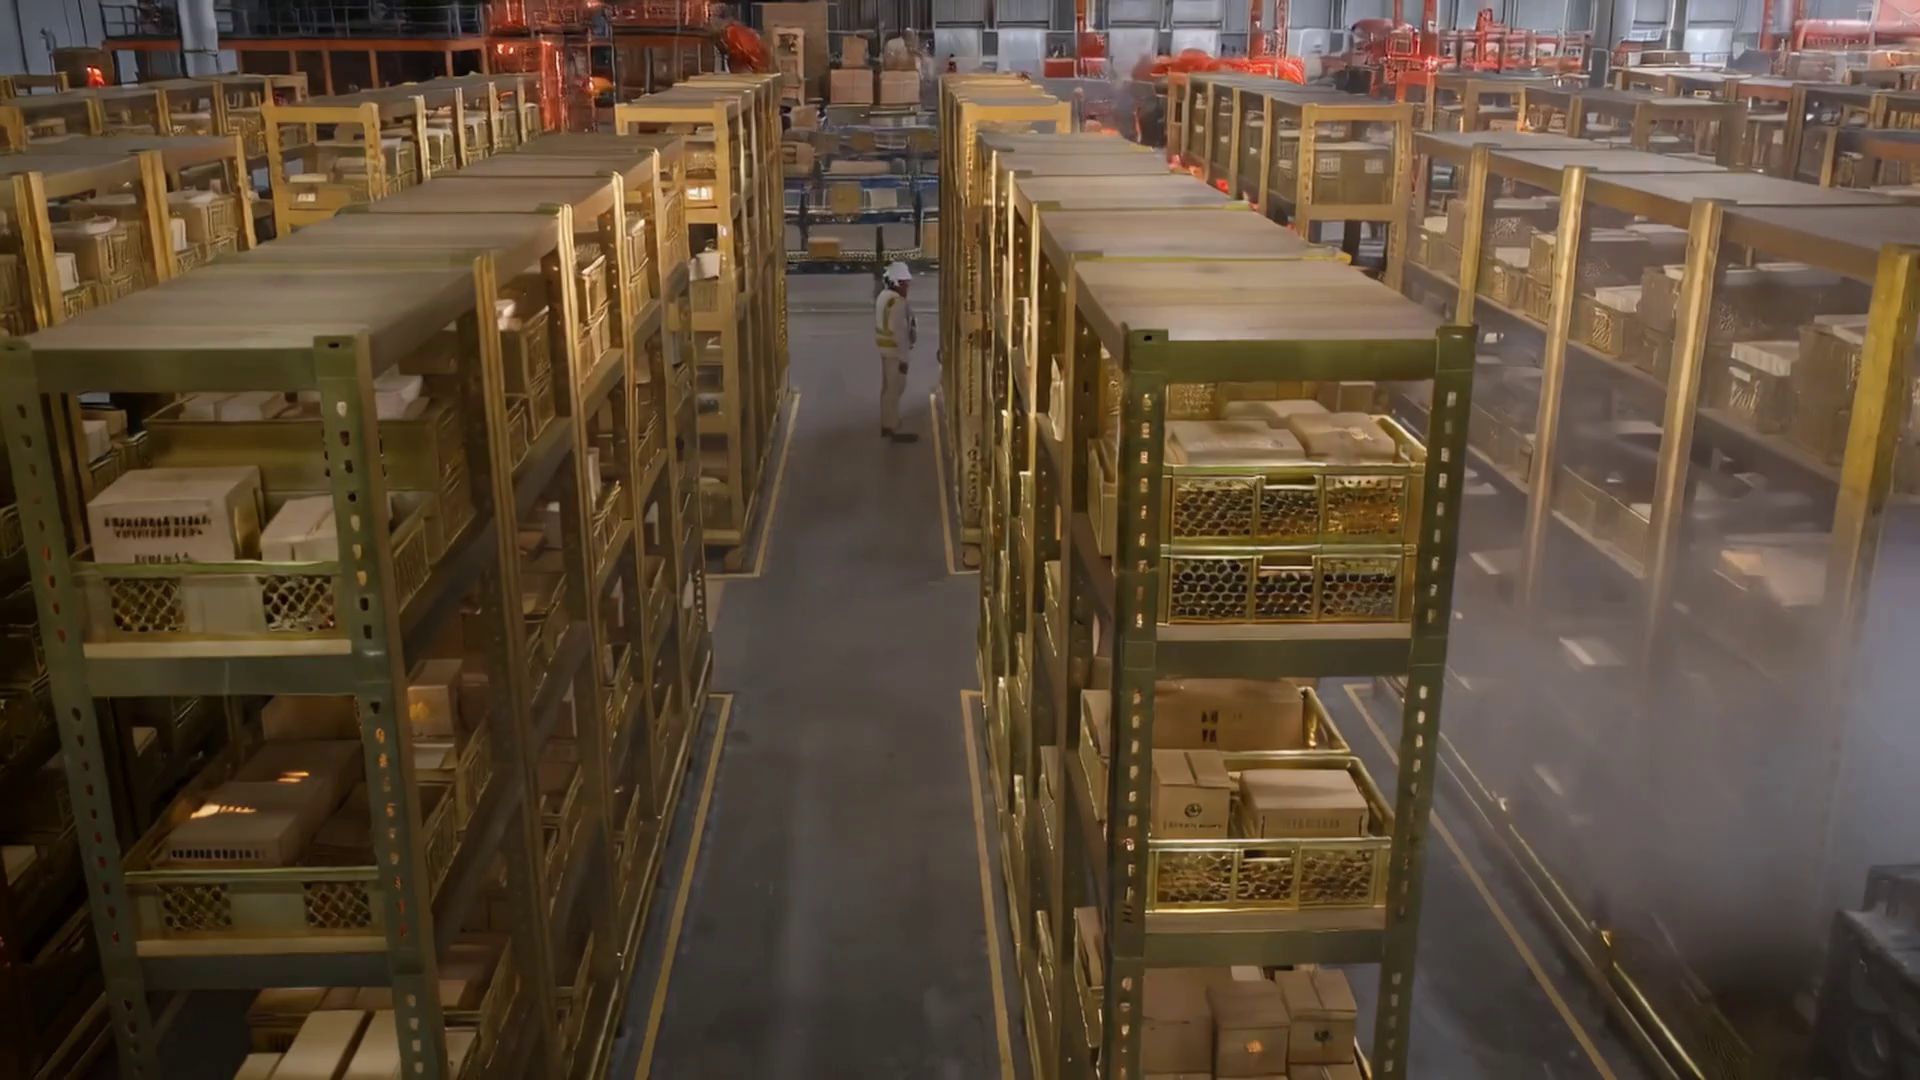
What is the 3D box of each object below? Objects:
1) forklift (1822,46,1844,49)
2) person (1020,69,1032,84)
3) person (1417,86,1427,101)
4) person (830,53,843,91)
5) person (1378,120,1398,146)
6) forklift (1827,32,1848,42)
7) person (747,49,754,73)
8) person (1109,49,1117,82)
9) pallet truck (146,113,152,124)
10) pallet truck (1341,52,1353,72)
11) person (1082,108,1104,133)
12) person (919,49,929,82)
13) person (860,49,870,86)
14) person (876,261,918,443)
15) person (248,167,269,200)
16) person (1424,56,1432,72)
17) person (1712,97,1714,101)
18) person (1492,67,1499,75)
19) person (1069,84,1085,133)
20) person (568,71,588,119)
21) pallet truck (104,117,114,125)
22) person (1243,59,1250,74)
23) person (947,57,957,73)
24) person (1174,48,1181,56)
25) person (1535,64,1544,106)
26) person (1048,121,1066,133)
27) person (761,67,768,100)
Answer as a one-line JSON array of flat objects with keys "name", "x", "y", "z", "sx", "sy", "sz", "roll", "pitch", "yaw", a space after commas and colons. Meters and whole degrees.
[{"name": "forklift", "x": 31.367, "y": -16.356, "z": 59.879, "sx": 1.129, "sy": 2.768, "sz": 1.873, "roll": -1, "pitch": 18, "yaw": -2}, {"name": "person", "x": 2.417, "y": -16.395, "z": 61.439, "sx": 0.621, "sy": 1.977, "sz": 0.534, "roll": -14, "pitch": 22, "yaw": -36}, {"name": "person", "x": 15.675, "y": -14.575, "z": 56.381, "sx": 0.529, "sy": 1.626, "sz": 0.533, "roll": -12, "pitch": 21, "yaw": -32}, {"name": "person", "x": -6.324, "y": -23.752, "z": 84.392, "sx": 0.788, "sy": 1.862, "sz": 0.639, "roll": -2, "pitch": 18, "yaw": -6}, {"name": "person", "x": 9.566, "y": -8.378, "z": 36.822, "sx": 0.970, "sy": 1.856, "sz": 0.654, "roll": -9, "pitch": 20, "yaw": -26}, {"name": "forklift", "x": 46.023, "y": -25.321, "z": 87.619, "sx": 1.129, "sy": 2.768, "sz": 1.873, "roll": -1, "pitch": 18, "yaw": -2}, {"name": "person", "x": -11.994, "y": -26.806, "z": 93.900, "sx": 0.713, "sy": 1.822, "sz": 0.660, "roll": 0, "pitch": 18, "yaw": -1}, {"name": "person", "x": 8.505, "y": -26.533, "z": 93.018, "sx": 0.449, "sy": 1.852, "sz": 0.544, "roll": -2, "pitch": 18, "yaw": -5}, {"name": "pallet truck", "x": -18.087, "y": -8.309, "z": 36.390, "sx": 1.885, "sy": 1.965, "sz": 0.823, "roll": -1, "pitch": 18, "yaw": -4}, {"name": "pallet truck", "x": 18.794, "y": -23.123, "z": 82.231, "sx": 0.823, "sy": 1.965, "sz": 1.885, "roll": -13, "pitch": 22, "yaw": -35}, {"name": "person", "x": 3.184, "y": -9.360, "z": 39.811, "sx": 0.544, "sy": 1.901, "sz": 0.947, "roll": -5, "pitch": 19, "yaw": -16}, {"name": "person", "x": -1.928, "y": -25.638, "z": 90.159, "sx": 0.615, "sy": 1.904, "sz": 0.490, "roll": -8, "pitch": 20, "yaw": -24}, {"name": "person", "x": -5.077, "y": -25.315, "z": 89.092, "sx": 0.605, "sy": 1.948, "sz": 0.391, "roll": 9, "pitch": 20, "yaw": 25}, {"name": "person", "x": -0.639, "y": -1.903, "z": 16.834, "sx": 0.403, "sy": 1.828, "sz": 0.595, "roll": -7, "pitch": 19, "yaw": -20}, {"name": "person", "x": -13.625, "y": -6.941, "z": 32.531, "sx": 0.528, "sy": 1.765, "sz": 0.327, "roll": 0, "pitch": 18, "yaw": 1}, {"name": "person", "x": 22.233, "y": -22.046, "z": 79.079, "sx": 0.337, "sy": 1.882, "sz": 0.584, "roll": 11, "pitch": 21, "yaw": 30}, {"name": "person", "x": 21.801, "y": -12.127, "z": 48.619, "sx": 0.529, "sy": 1.736, "sz": 0.740, "roll": -1, "pitch": 18, "yaw": -4}, {"name": "person", "x": 20.718, "y": -17.535, "z": 65.067, "sx": 0.612, "sy": 1.930, "sz": 0.880, "roll": -15, "pitch": 23, "yaw": -38}, {"name": "person", "x": 3.785, "y": -13.862, "z": 53.918, "sx": 0.603, "sy": 1.798, "sz": 0.918, "roll": 11, "pitch": 21, "yaw": 31}, {"name": "person", "x": -14.782, "y": -17.110, "z": 63.947, "sx": 0.511, "sy": 1.807, "sz": 0.974, "roll": 13, "pitch": 22, "yaw": 36}, {"name": "pallet truck", "x": -18.367, "y": -7.885, "z": 35.078, "sx": 1.885, "sy": 1.965, "sz": 0.823, "roll": 1, "pitch": 18, "yaw": 2}, {"name": "person", "x": 12.863, "y": -20.579, "z": 74.528, "sx": 0.966, "sy": 1.900, "sz": 0.558, "roll": 9, "pitch": 20, "yaw": 27}, {"name": "person", "x": -0.392, "y": -21.039, "z": 75.871, "sx": 0.544, "sy": 1.943, "sz": 0.347, "roll": -15, "pitch": 23, "yaw": -39}, {"name": "person", "x": 12.389, "y": -26.935, "z": 94.276, "sx": 0.430, "sy": 1.845, "sz": 0.620, "roll": -8, "pitch": 19, "yaw": -22}, {"name": "person", "x": 24.095, "y": -18.862, "z": 69.275, "sx": 0.527, "sy": 1.858, "sz": 0.318, "roll": -10, "pitch": 20, "yaw": -28}, {"name": "person", "x": 2.220, "y": -8.939, "z": 38.345, "sx": 0.624, "sy": 1.997, "sz": 0.571, "roll": 10, "pitch": 20, "yaw": 28}, {"name": "person", "x": -7.716, "y": -17.772, "z": 65.891, "sx": 0.602, "sy": 1.854, "sz": 0.810, "roll": -5, "pitch": 19, "yaw": -16}]
